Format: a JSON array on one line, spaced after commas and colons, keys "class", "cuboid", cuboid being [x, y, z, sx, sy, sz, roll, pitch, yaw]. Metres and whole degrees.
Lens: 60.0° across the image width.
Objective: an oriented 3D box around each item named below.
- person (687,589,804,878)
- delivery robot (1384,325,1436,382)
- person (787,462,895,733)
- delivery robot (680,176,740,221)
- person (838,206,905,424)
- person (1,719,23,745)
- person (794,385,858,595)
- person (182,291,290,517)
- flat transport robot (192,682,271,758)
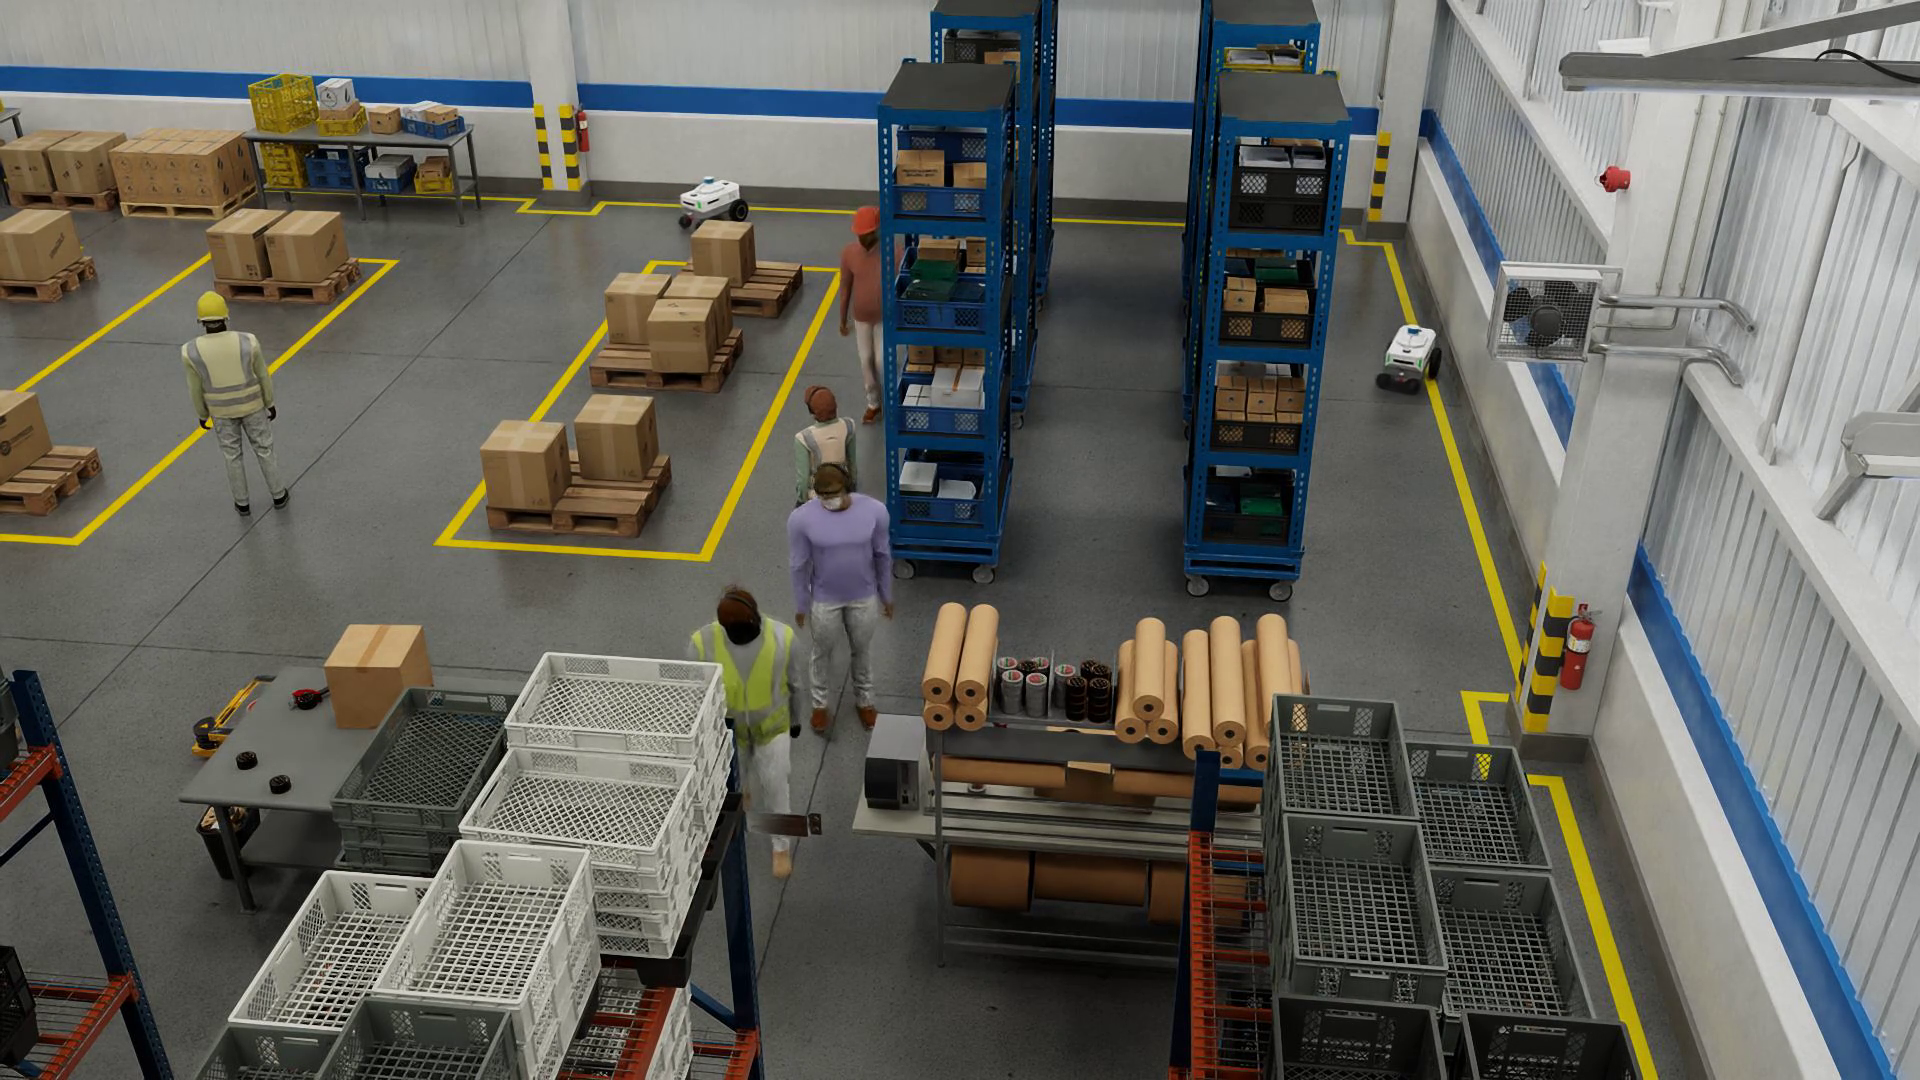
[{"class": "person", "cuboid": [-1.190, 0.995, 9.416, 0.646, 1.815, 0.696, -3, 30, -5]}, {"class": "delivery robot", "cuboid": [4.130, -1.734, 15.254, 0.477, 0.478, 0.707, 13, 33, 20]}, {"class": "person", "cuboid": [-0.739, 0.351, 10.420, 0.657, 1.925, 0.390, -6, 31, -9]}, {"class": "delivery robot", "cuboid": [-2.851, -3.901, 18.976, 0.477, 0.478, 0.707, 20, 36, 31]}, {"class": "person", "cuboid": [-0.749, -1.912, 14.246, 0.646, 1.972, 0.443, 12, 32, 19]}, {"class": "person", "cuboid": [-6.196, 0.575, 10.253, 0.535, 1.693, 0.322, 18, 35, 28]}, {"class": "person", "cuboid": [-0.946, -0.336, 11.873, 0.523, 1.636, 0.311, -22, 37, -32]}, {"class": "person", "cuboid": [-5.627, -1.055, 12.915, 0.588, 1.834, 0.403, -12, 32, -20]}, {"class": "flat transport robot", "cuboid": [-4.089, 1.163, 10.648, 1.431, 0.197, 0.652, 3, 30, 6]}]
